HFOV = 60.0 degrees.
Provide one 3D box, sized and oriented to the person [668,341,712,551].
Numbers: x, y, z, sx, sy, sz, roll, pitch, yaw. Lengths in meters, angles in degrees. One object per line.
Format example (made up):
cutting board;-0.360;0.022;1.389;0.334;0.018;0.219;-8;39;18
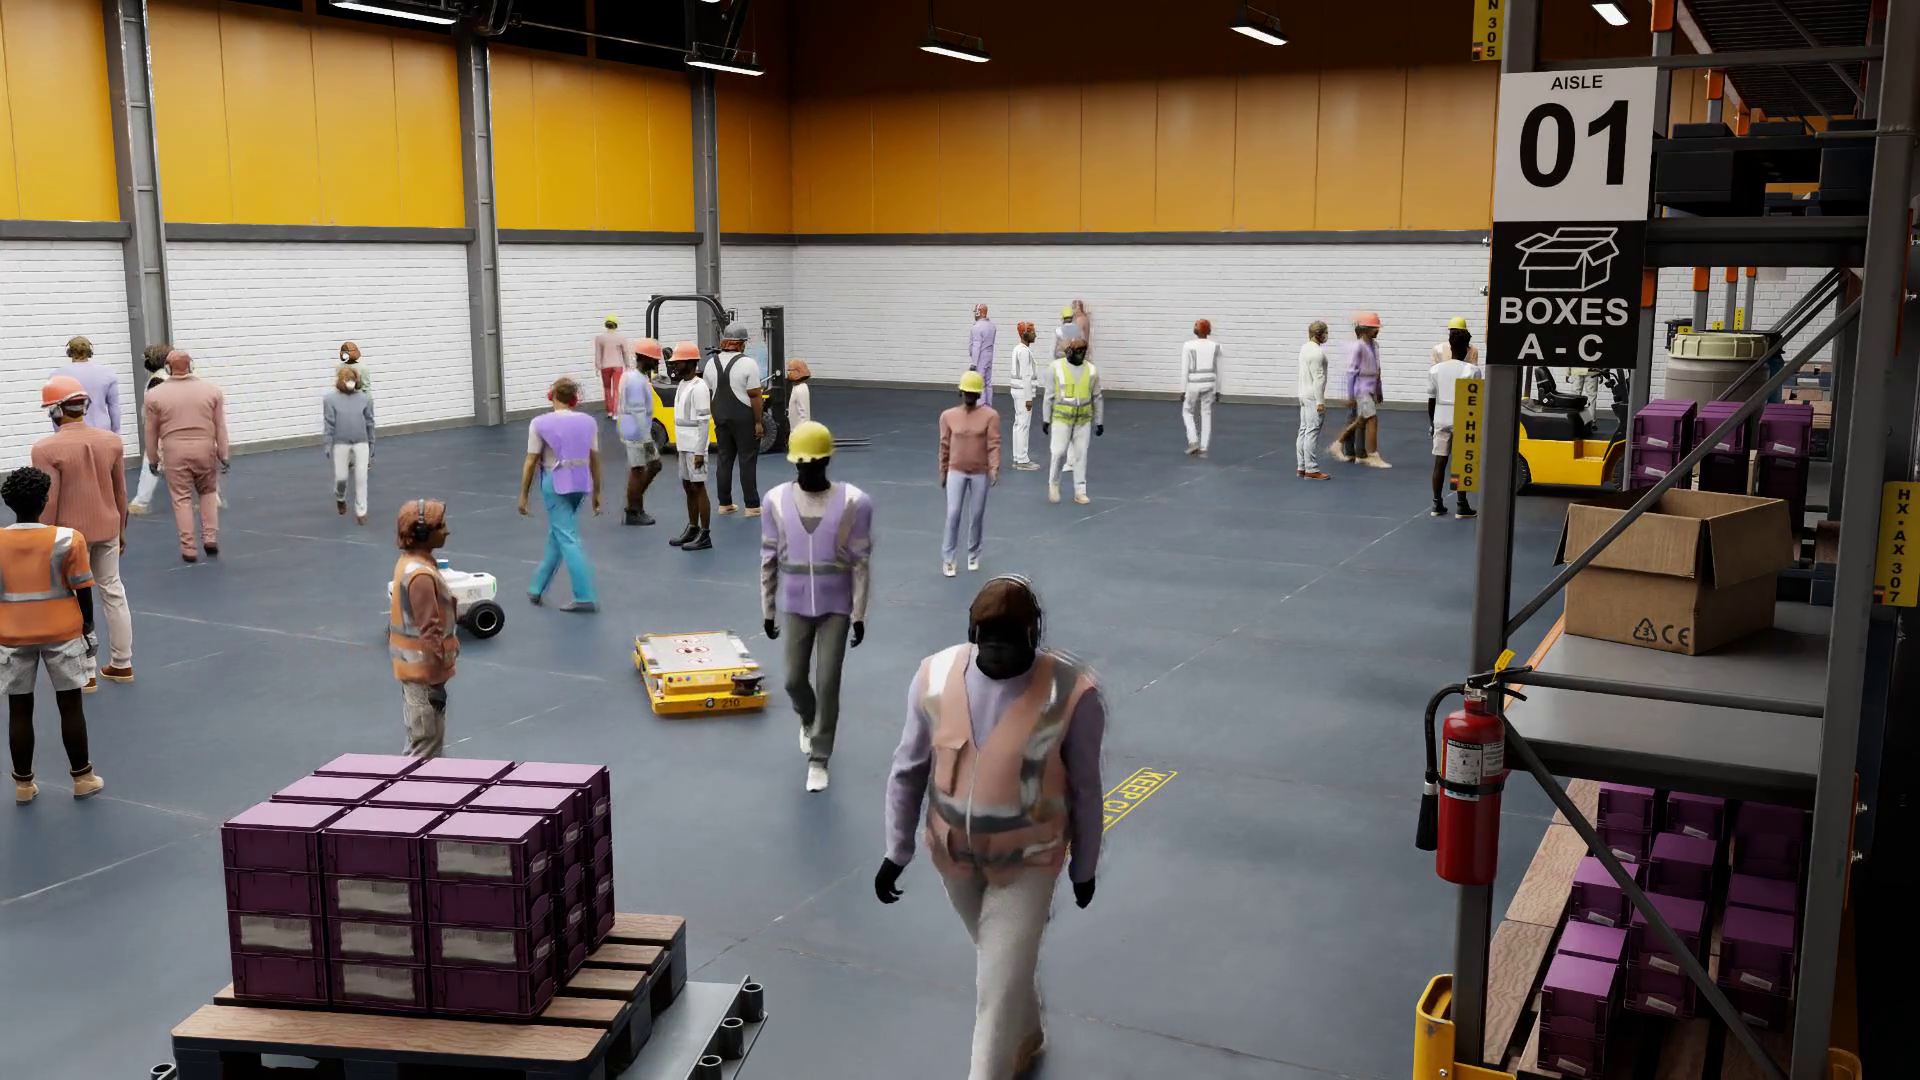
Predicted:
person;-2.512;-0.873;15.426;0.356;1.937;0.552;-6;11;-31

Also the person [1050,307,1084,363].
person;1.877;-3.157;29.006;0.602;1.815;0.696;-3;10;-14

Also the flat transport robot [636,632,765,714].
flat transport robot;-1.669;0.807;10.521;0.652;0.197;1.431;-3;10;-15

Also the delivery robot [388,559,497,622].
delivery robot;-3.696;0.383;11.882;0.707;0.478;0.477;-6;12;-31

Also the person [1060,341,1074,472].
person;1.377;-1.679;20.950;0.309;1.641;0.513;1;10;8

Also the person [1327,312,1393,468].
person;5.177;-1.943;21.469;0.972;2.006;0.620;8;12;38

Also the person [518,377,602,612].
person;-3.101;-0.356;12.850;0.842;1.785;0.574;7;12;34

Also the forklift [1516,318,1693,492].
forklift;7.066;-1.601;18.899;2.313;2.155;1.214;5;11;27

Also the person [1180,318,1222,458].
person;3.235;-2.045;22.396;0.615;1.867;0.495;-2;10;-13

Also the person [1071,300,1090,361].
person;2.109;-3.458;30.529;0.750;1.880;0.670;2;10;13

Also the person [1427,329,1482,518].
person;5.145;-1.208;17.284;0.602;1.966;0.368;9;13;43

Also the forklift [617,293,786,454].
forklift;-3.588;-2.317;23.042;2.313;2.155;1.214;-1;10;-5

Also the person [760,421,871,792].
person;-0.738;0.316;8.659;0.588;1.905;0.603;1;10;6

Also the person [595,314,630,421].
person;-5.722;-2.848;27.463;0.539;1.731;0.825;0;10;-2

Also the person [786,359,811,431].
person;-1.704;-1.108;17.664;0.265;1.632;0.507;-1;10;-6

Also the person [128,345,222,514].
person;-8.363;-1.167;17.582;0.994;1.790;0.624;-1;10;-8

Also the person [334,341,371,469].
person;-7.700;-1.698;21.081;0.500;1.633;0.285;2;10;13

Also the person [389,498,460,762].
person;-2.445;0.623;7.630;0.310;1.638;0.522;-4;11;-24

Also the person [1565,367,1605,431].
person;9.661;-2.595;25.699;0.587;1.834;0.403;5;11;28

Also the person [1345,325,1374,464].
person;5.235;-1.915;21.727;0.346;1.847;0.506;-3;10;-18

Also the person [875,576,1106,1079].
person;0.123;0.976;5.198;0.627;1.791;0.999;5;11;26

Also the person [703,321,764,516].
person;-2.314;-1.274;17.448;0.683;2.000;0.538;5;11;28

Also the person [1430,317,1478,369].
person;6.395;-1.925;21.559;0.594;1.921;0.380;4;11;21

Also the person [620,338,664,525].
person;-3.182;-1.071;16.669;0.495;1.902;0.580;0;10;-2

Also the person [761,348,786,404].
person;-2.726;-2.320;24.599;0.883;1.649;0.534;-4;11;-22

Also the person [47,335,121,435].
person;-8.631;-1.050;16.451;0.628;1.940;0.377;-7;12;-35

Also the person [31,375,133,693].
person;-5.514;-0.038;10.438;0.389;1.990;0.610;5;11;26

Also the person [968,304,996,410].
person;0.340;-2.972;27.671;0.409;1.907;0.651;5;11;27

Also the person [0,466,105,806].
person;-4.588;0.479;8.294;0.542;1.695;0.316;-3;10;-17

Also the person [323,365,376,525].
person;-6.191;-0.971;16.891;0.512;1.620;0.525;-5;11;-29

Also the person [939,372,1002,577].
person;0.089;-0.572;14.264;0.540;1.741;0.575;0;10;-1

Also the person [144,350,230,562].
person;-6.918;-0.755;14.891;0.673;1.883;0.589;-5;11;-28

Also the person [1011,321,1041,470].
person;0.827;-1.826;21.107;0.355;1.883;0.575;-1;10;-8

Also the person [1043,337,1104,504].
person;1.243;-1.311;18.264;0.675;1.831;0.438;-3;10;-16

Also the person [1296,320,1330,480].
person;4.296;-1.698;20.205;0.373;1.939;0.628;-1;10;-6
